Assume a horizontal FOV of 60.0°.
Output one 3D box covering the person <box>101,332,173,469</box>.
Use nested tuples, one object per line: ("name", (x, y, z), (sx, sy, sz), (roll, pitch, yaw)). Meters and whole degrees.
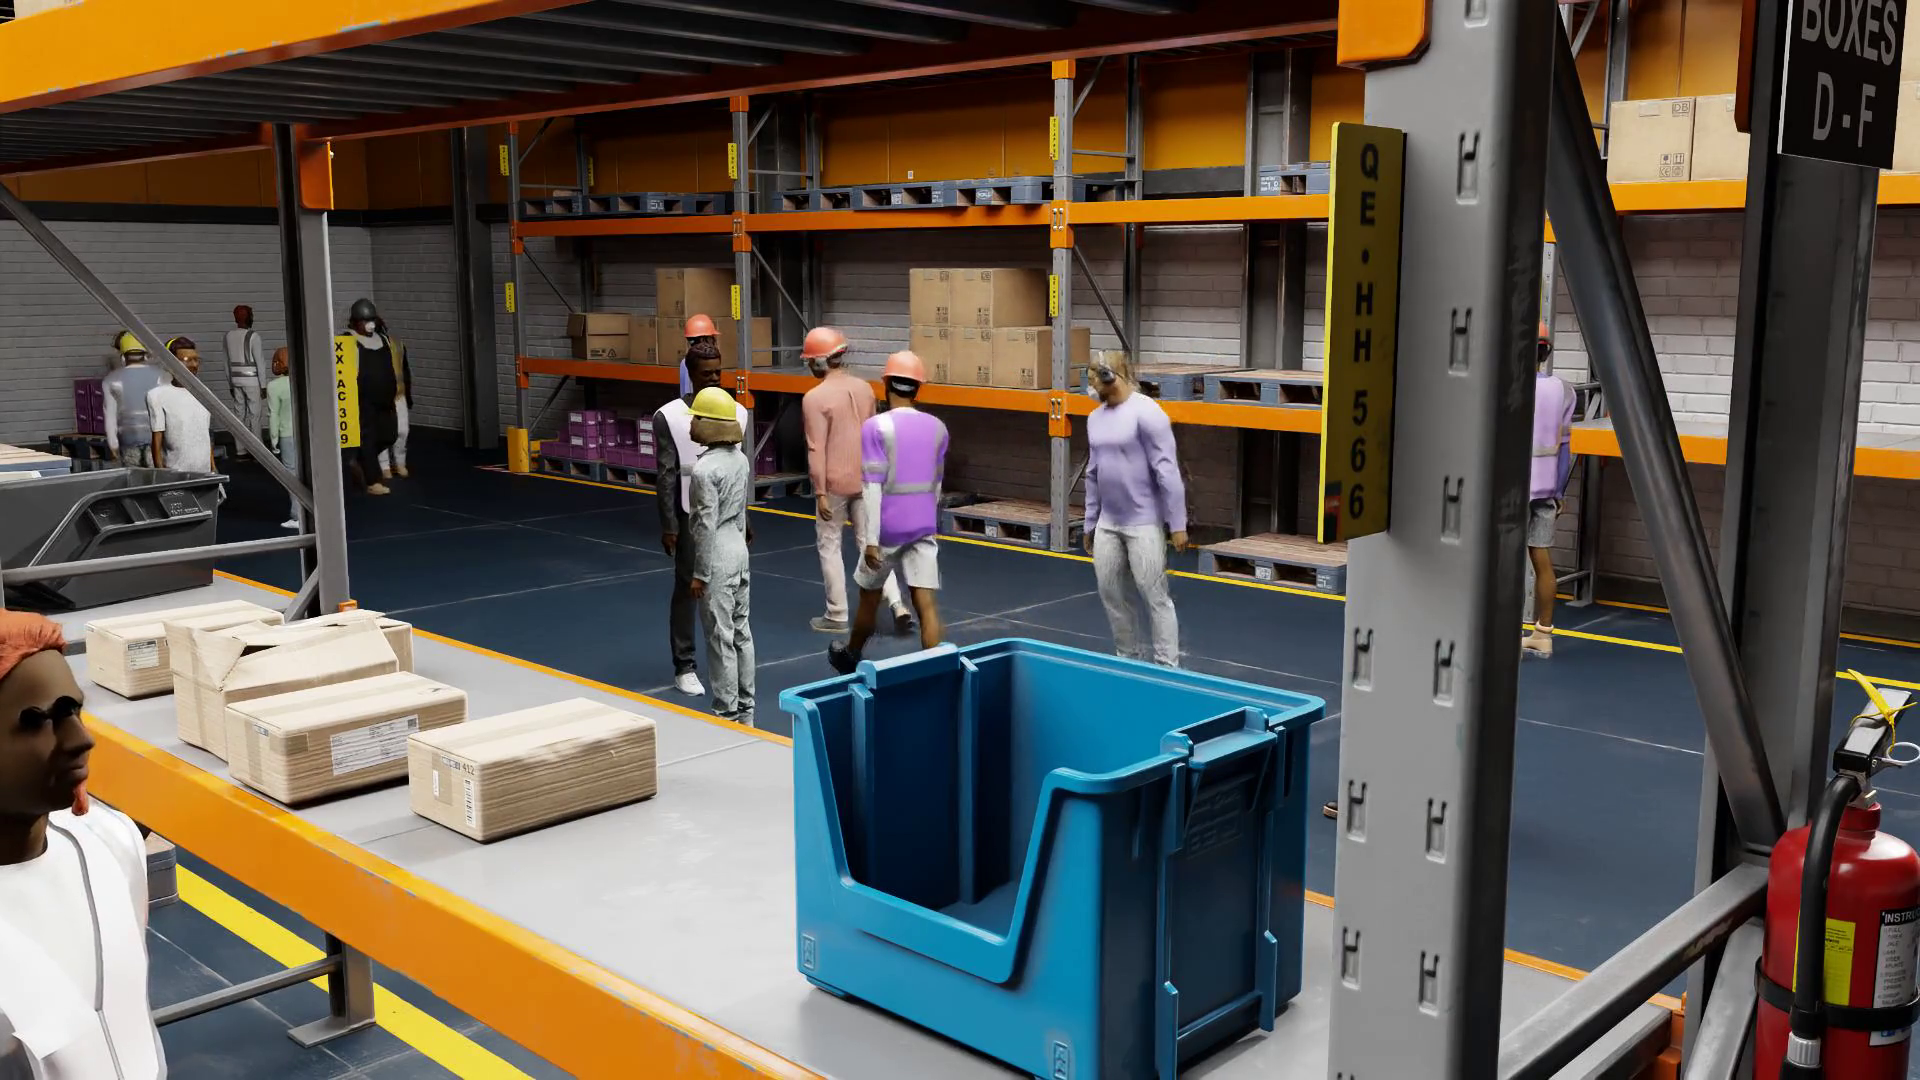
("person", (-7.005, -0.890, 14.274), (0.597, 1.790, 0.941), (-5, 11, -30))

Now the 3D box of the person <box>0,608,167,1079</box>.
("person", (-1.232, 1.020, 2.239), (0.355, 1.885, 0.576), (1, 9, 5))

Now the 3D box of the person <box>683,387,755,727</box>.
("person", (-1.193, 0.121, 8.172), (0.284, 1.746, 0.492), (2, 10, 15))

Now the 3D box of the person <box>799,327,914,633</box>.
("person", (-0.675, -0.354, 10.457), (0.735, 1.961, 0.636), (8, 13, 42))

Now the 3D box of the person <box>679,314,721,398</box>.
("person", (-2.131, -0.893, 13.790), (0.352, 1.942, 0.545), (-5, 11, -29))

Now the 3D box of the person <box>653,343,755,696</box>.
("person", (-1.403, -0.122, 9.134), (0.378, 1.917, 0.597), (9, 13, 44))

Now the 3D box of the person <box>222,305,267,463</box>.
("person", (-8.528, -1.861, 19.908), (0.575, 1.883, 0.355), (3, 10, 19))

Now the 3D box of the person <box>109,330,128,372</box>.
("person", (-9.937, -1.691, 19.758), (0.508, 1.594, 0.856), (4, 10, 21))

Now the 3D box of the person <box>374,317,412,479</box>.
("person", (-6.349, -1.557, 18.275), (0.665, 1.812, 0.465), (-6, 11, -33))

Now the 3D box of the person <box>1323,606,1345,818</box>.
("person", (1.787, 0.235, 6.798), (0.363, 1.966, 0.610), (-5, 10, -27))

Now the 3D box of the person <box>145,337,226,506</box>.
("person", (-5.067, -0.394, 10.939), (0.328, 1.876, 0.513), (4, 10, 21))

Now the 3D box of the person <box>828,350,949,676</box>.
("person", (-0.358, -0.073, 8.963), (0.568, 1.891, 0.919), (-6, 11, -34))

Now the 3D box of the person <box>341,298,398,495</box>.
("person", (-6.121, -1.489, 17.144), (0.672, 2.000, 0.692), (5, 11, 29))

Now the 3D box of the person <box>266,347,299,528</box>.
("person", (-5.961, -0.913, 14.904), (0.308, 1.624, 0.492), (7, 11, 36))

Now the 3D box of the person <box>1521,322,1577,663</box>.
("person", (3.316, -0.297, 9.834), (0.612, 2.039, 0.392), (-4, 10, -25))

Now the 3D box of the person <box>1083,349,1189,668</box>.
("person", (0.957, -0.062, 8.878), (0.397, 1.898, 0.796), (-7, 11, -35))
